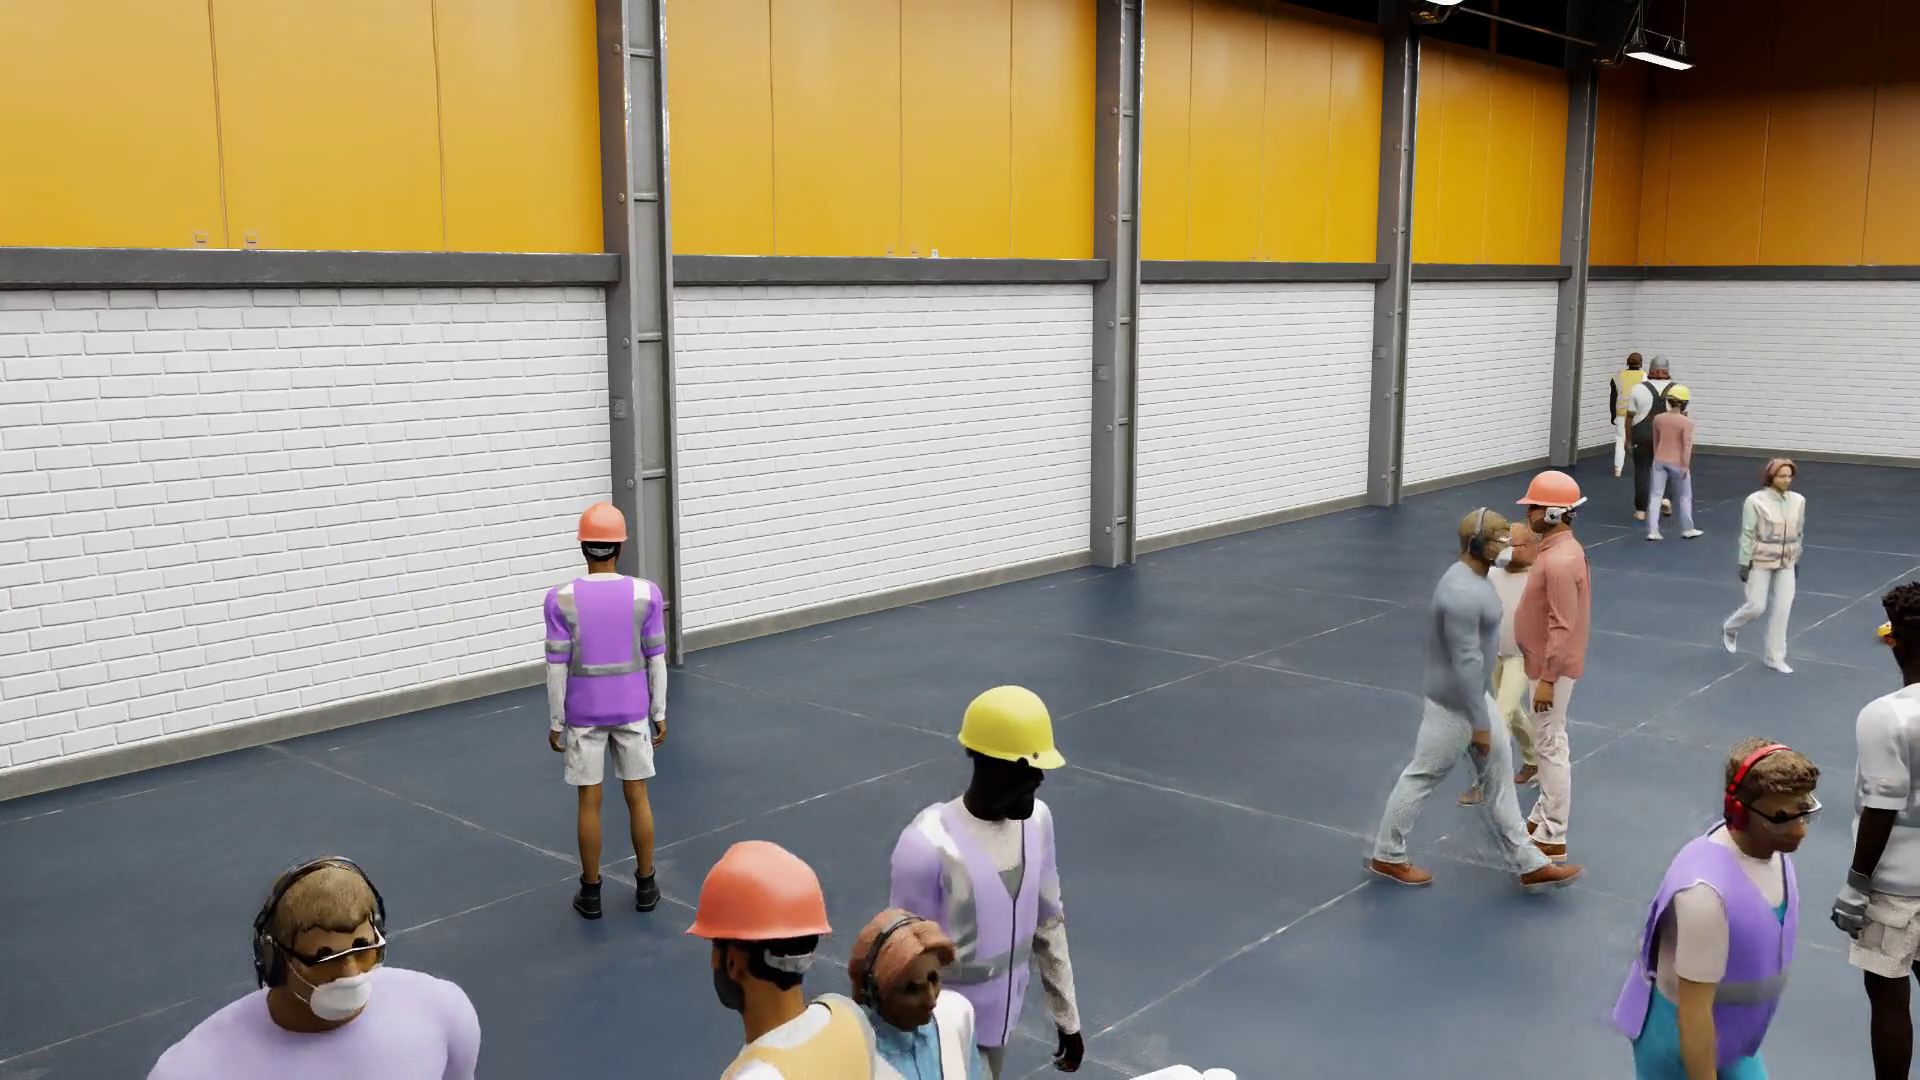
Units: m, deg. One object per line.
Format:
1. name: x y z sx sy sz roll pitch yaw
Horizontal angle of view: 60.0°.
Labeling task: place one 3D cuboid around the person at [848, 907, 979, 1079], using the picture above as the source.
1. person: -0.186 1.578 3.753 0.541 1.617 0.518 7 12 38

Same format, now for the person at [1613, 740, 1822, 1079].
1. person: 1.984 1.381 4.425 0.579 1.801 0.698 -8 12 -41

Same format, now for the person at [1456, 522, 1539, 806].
1. person: 3.147 0.678 9.506 0.828 1.593 0.513 -4 10 -26

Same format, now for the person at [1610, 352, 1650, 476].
1. person: 9.926 -1.846 24.576 0.627 1.844 0.429 5 10 26

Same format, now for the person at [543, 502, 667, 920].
1. person: -1.644 0.787 7.739 0.551 1.934 0.373 -3 10 -18

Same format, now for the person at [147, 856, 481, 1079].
1. person: -1.172 1.537 3.139 0.647 1.902 0.644 -6 11 -32

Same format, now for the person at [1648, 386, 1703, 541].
1. person: 8.051 -0.858 18.700 0.802 1.736 0.538 -6 11 -34

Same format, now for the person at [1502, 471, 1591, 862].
1. person: 2.993 0.638 8.495 0.371 1.994 0.622 3 10 18

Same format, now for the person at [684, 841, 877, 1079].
1. person: -0.428 1.518 3.247 0.732 1.899 0.552 5 10 27

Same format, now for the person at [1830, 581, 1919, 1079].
1. person: 3.214 1.109 5.628 0.610 1.963 0.365 -4 10 -23

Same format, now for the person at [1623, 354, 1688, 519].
1. person: 8.464 -1.265 20.302 0.696 2.000 0.538 2 9 14

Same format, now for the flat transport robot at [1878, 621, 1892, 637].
1. flat transport robot: 8.211 0.648 13.827 0.652 0.197 1.431 9 12 43

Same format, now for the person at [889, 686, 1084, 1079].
1. person: 0.110 1.327 4.494 0.850 1.886 0.616 7 11 37

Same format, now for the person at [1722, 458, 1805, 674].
1. person: 6.108 0.172 12.613 0.517 1.620 0.584 -2 9 -10

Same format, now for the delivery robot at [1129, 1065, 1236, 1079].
1. delivery robot: 0.786 1.855 5.058 0.477 0.478 0.707 -5 10 -31

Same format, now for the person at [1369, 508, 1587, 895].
1. person: 2.463 0.784 7.928 1.031 1.879 0.655 4 10 25
